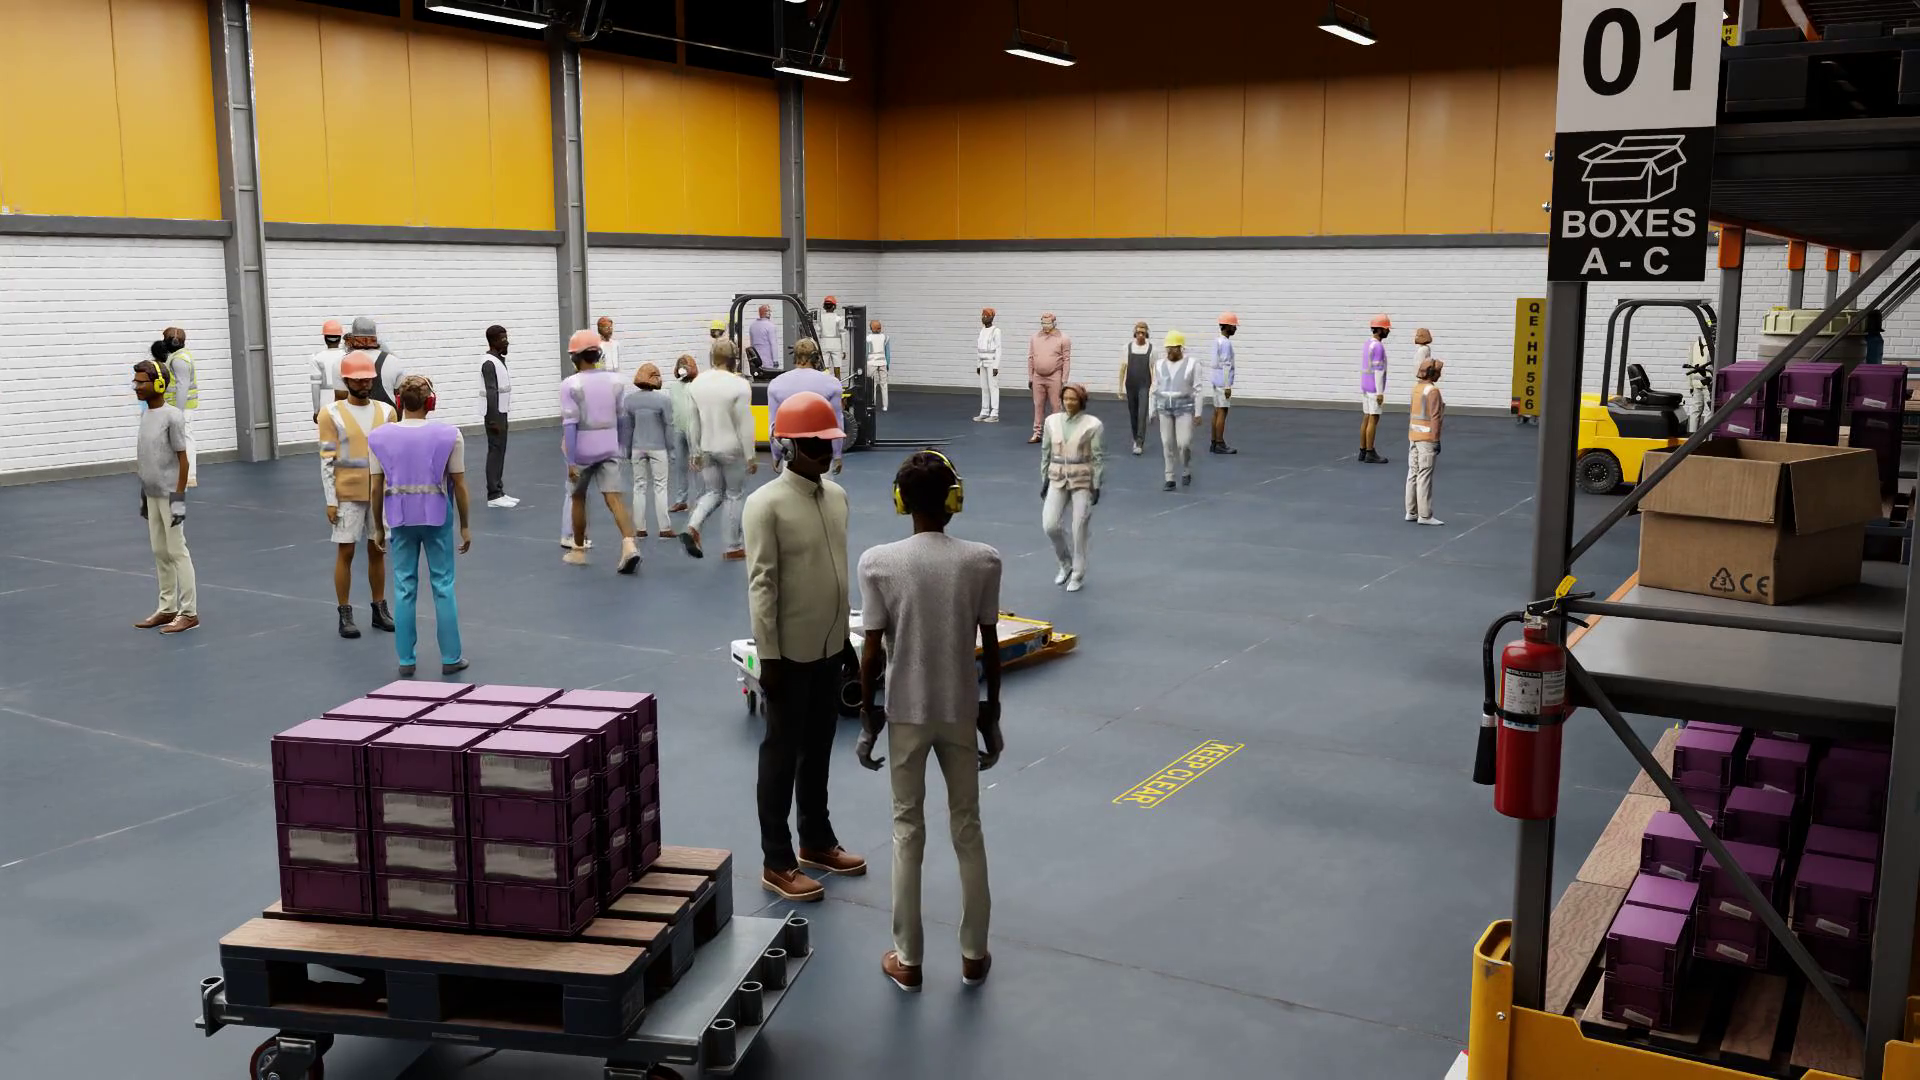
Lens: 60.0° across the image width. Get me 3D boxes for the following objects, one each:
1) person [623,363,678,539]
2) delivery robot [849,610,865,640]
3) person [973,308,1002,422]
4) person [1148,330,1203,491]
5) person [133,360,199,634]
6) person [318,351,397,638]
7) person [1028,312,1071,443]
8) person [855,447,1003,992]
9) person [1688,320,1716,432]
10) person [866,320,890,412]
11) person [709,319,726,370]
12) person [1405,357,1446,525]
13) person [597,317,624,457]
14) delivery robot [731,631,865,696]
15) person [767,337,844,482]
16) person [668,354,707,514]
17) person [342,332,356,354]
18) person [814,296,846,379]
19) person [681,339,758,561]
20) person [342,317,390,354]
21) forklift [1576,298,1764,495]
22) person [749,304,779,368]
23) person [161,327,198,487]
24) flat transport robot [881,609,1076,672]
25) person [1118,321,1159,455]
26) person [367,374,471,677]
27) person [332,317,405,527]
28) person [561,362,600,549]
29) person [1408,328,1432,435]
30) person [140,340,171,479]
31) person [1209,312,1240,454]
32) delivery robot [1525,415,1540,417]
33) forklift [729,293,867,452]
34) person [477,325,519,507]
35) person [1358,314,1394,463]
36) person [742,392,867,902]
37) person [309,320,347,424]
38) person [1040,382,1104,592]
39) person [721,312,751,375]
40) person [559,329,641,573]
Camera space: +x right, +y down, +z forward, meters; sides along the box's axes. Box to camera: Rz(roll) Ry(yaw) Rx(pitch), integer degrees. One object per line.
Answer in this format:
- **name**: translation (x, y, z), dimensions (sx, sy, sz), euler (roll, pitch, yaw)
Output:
- **person**: translation (-2.866, -0.817, 15.388), dimensions (0.500, 1.632, 0.286), euler (2, 9, 15)
- **delivery robot**: translation (-0.843, 0.572, 9.785), dimensions (0.707, 0.478, 0.477), euler (-7, 11, -36)
- **person**: translation (0.462, -2.889, 27.543), dimensions (0.354, 1.884, 0.576), euler (-6, 11, -34)
- **person**: translation (2.423, -1.454, 18.783), dimensions (0.627, 1.819, 0.426), euler (5, 10, 26)
- **person**: translation (-5.471, -0.295, 11.390), dimensions (0.514, 1.873, 0.329), euler (7, 11, 36)
- **person**: translation (-4.047, -0.314, 11.296), dimensions (0.545, 1.939, 0.373), euler (-8, 12, -41)
- **person**: translation (1.264, -2.326, 23.976), dimensions (0.638, 1.903, 0.408), euler (4, 10, 24)
- **person**: translation (-0.106, 0.620, 5.709), dimensions (0.513, 1.864, 0.331), euler (-1, 9, -9)
- **person**: translation (10.433, -2.163, 23.191), dimensions (0.403, 1.823, 0.600), euler (-4, 10, -23)
- **person**: translation (-1.482, -3.089, 29.543), dimensions (0.512, 1.642, 0.312), euler (-4, 10, -23)
- **person**: translation (-3.645, -2.439, 25.091), dimensions (0.302, 1.772, 0.530), euler (-6, 11, -31)
- **person**: translation (4.560, -0.967, 16.304), dimensions (0.312, 1.639, 0.512), euler (-2, 9, -10)
- **person**: translation (-4.720, -2.024, 22.148), dimensions (0.337, 1.879, 0.583), euler (6, 11, 31)
- **delivery robot**: translation (-0.904, 0.654, 9.271), dimensions (0.707, 0.478, 0.477), euler (-4, 10, -25)
- **person**: translation (-1.269, -0.704, 13.752), dimensions (0.629, 1.934, 0.378), euler (1, 9, 7)
- **person**: translation (-2.794, -1.082, 17.033), dimensions (0.500, 1.636, 0.280), euler (5, 10, 28)
- **person**: translation (-6.440, -1.358, 18.169), dimensions (0.689, 1.837, 0.529), euler (-6, 11, -33)
- **person**: translation (-2.474, -3.646, 31.800), dimensions (0.604, 2.034, 0.386), euler (0, 9, 3)
- **person**: translation (-2.040, -0.735, 14.048), dimensions (0.633, 1.910, 0.627), euler (6, 11, 31)
- **person**: translation (-7.525, -1.893, 21.217), dimensions (0.643, 1.918, 0.545), euler (2, 9, 10)
- **forklift**: translation (7.954, -1.589, 18.462), dimensions (2.313, 2.155, 1.214), euler (5, 11, 30)
- **person**: translation (-3.441, -3.229, 29.574), dimensions (0.651, 1.913, 0.409), euler (8, 12, 41)
- **person**: translation (-9.009, -1.528, 19.173), dimensions (0.429, 1.846, 0.626), euler (-4, 10, -25)
- **flat transport robot**: translation (0.052, 0.662, 10.396), dimensions (0.652, 0.197, 1.431), euler (7, 12, 38)
- **person**: translation (2.465, -2.101, 22.864), dimensions (0.510, 1.812, 0.939), euler (3, 10, 17)
- **person**: translation (-3.279, -0.079, 10.120), dimensions (0.571, 1.844, 0.376), euler (-1, 9, -9)
- **person**: translation (-5.782, -1.154, 16.225), dimensions (0.687, 2.000, 0.538), euler (-7, 11, -37)
- **person**: translation (-3.384, -0.790, 14.888), dimensions (0.423, 1.745, 0.556), euler (-2, 9, -14)
- **person**: translation (6.977, -2.386, 25.170), dimensions (0.285, 1.636, 0.497), euler (4, 10, 25)
- **person**: translation (-9.542, -1.553, 19.866), dimensions (0.579, 1.660, 0.554), euler (-7, 11, -37)
- **person**: translation (3.626, -2.141, 22.715), dimensions (0.373, 1.933, 0.551), euler (-1, 9, -5)
- **delivery robot**: translation (9.359, -2.200, 27.086), dimensions (0.477, 0.478, 0.707), euler (6, 11, 35)
- **forklift**: translation (-2.458, -2.344, 23.176), dimensions (2.313, 2.155, 1.214), euler (0, 9, -2)
- **person**: translation (-4.898, -1.309, 17.572), dimensions (0.377, 1.917, 0.599), euler (-1, 9, -8)
- **person**: translation (5.411, -1.965, 21.604), dimensions (0.377, 1.936, 0.549), euler (0, 9, -2)
- **person**: translation (-0.612, 0.408, 6.616), dimensions (0.375, 1.995, 0.611), euler (5, 10, 29)
- **person**: translation (-7.030, -1.509, 18.757), dimensions (0.546, 1.939, 0.375), euler (-5, 10, -28)
- **person**: translation (0.856, -0.410, 12.858), dimensions (0.543, 1.624, 0.368), euler (5, 10, 27)
- **person**: translation (-3.322, -2.390, 24.352), dimensions (0.720, 1.903, 0.590), euler (-9, 12, -43)
- **person**: translation (-2.981, -0.729, 13.693), dimensions (0.611, 2.006, 0.978), euler (-8, 12, -40)
